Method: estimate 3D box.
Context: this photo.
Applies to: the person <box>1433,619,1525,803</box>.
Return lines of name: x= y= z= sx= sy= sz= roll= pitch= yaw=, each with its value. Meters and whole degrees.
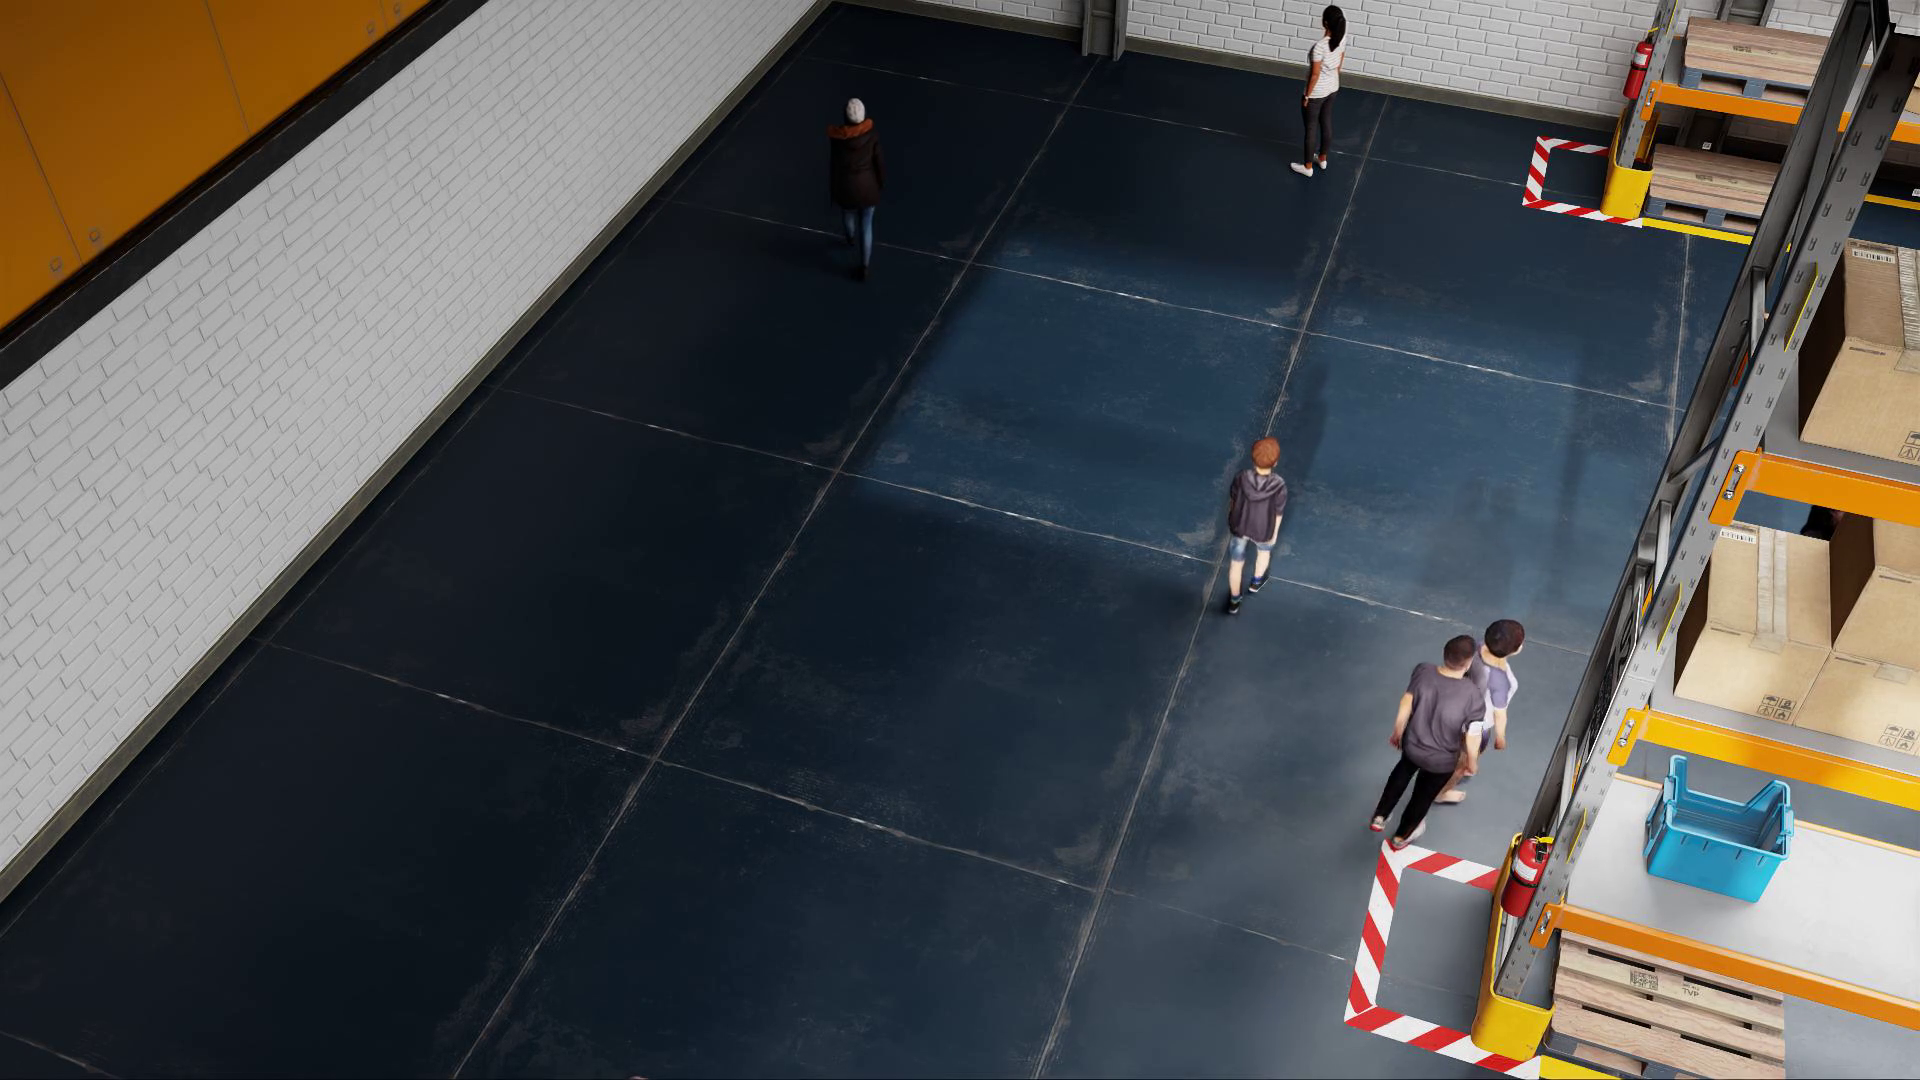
person: x=3.032 y=1.058 z=9.977 sx=0.688 sy=1.551 sz=0.660 roll=-2 pitch=44 yaw=-2

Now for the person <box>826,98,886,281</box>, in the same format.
person: x=-0.870 y=-2.952 z=14.147 sx=0.997 sy=1.606 sz=0.931 roll=-3 pitch=44 yaw=-4

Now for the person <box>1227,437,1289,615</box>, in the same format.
person: x=1.962 y=-0.063 z=11.239 sx=0.628 sy=1.433 sz=0.607 roll=11 pitch=45 yaw=12

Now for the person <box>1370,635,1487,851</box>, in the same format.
person: x=2.673 y=1.250 z=9.628 sx=0.817 sy=1.754 sz=0.714 roll=-31 pitch=52 yaw=-29

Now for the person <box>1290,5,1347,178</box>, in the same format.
person: x=3.345 y=-4.162 z=15.387 sx=0.655 sy=1.646 sz=0.677 roll=-28 pitch=50 yaw=-26
